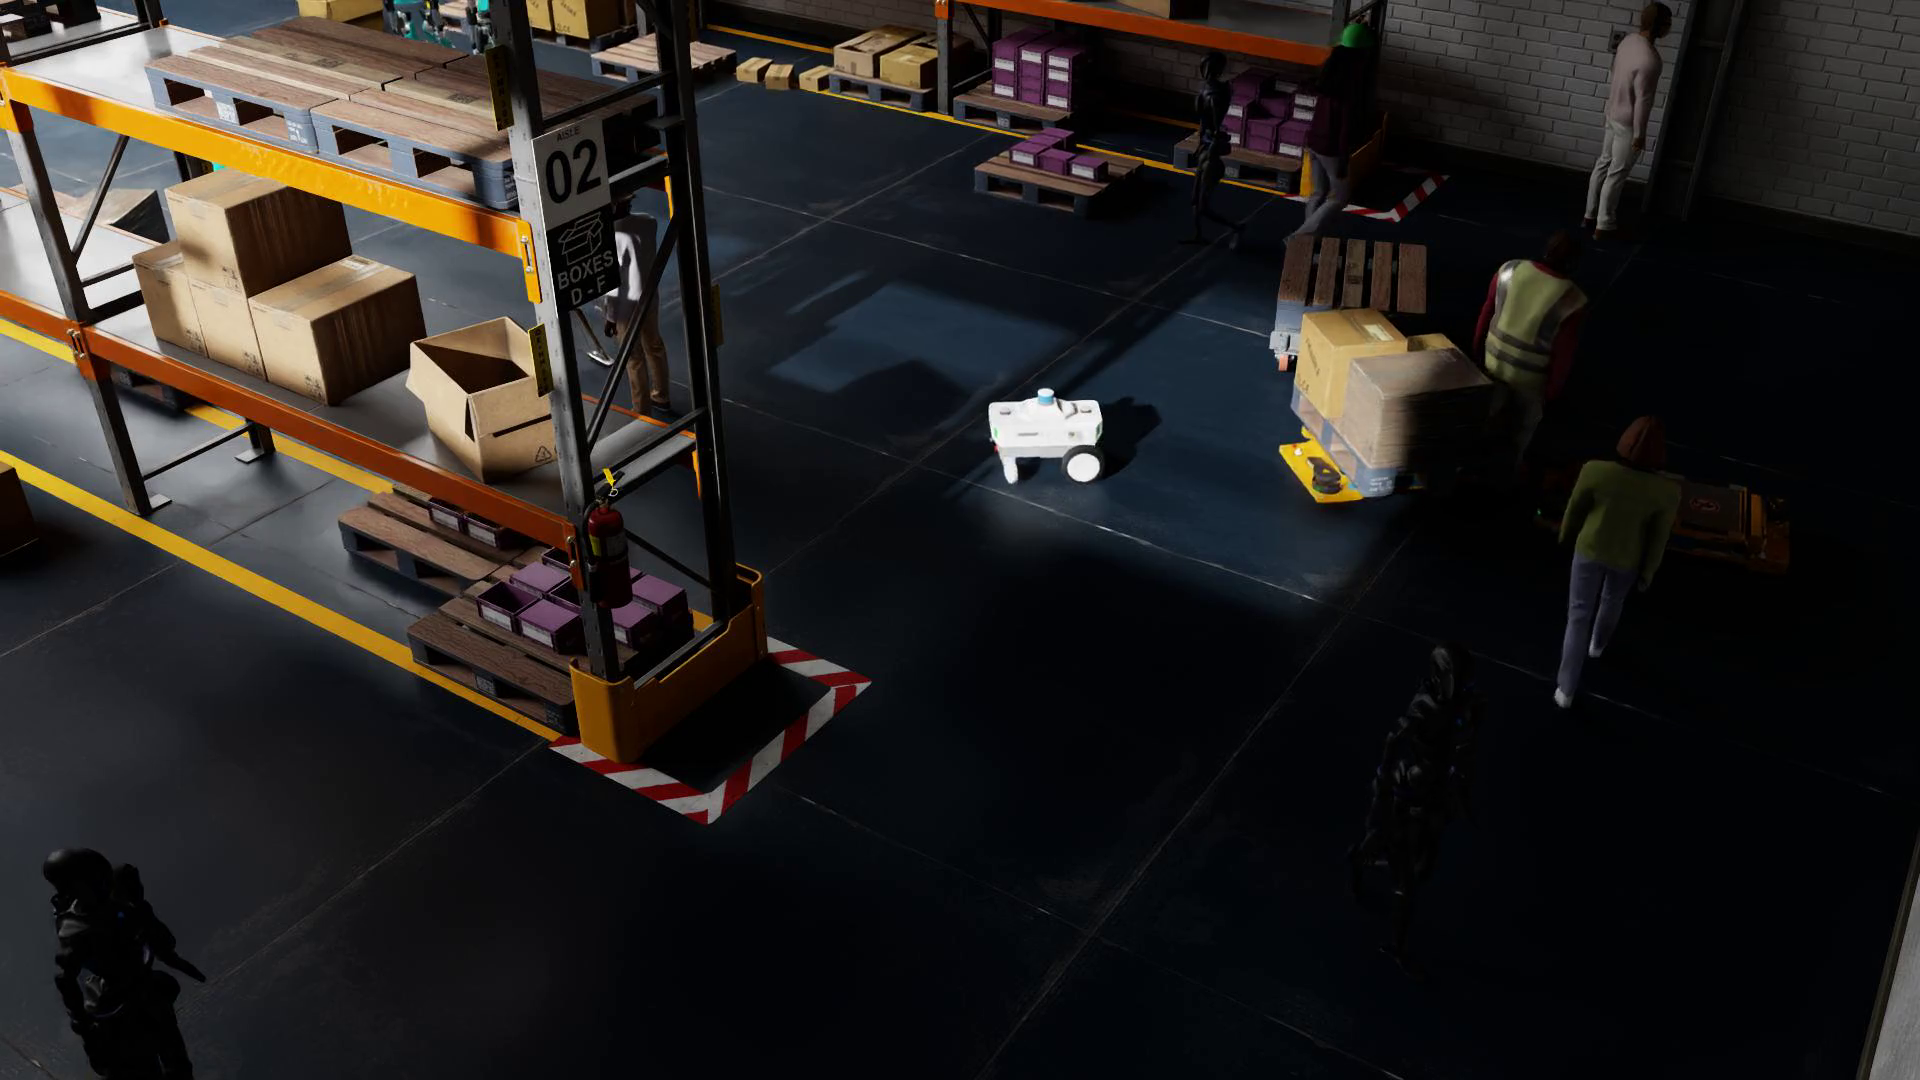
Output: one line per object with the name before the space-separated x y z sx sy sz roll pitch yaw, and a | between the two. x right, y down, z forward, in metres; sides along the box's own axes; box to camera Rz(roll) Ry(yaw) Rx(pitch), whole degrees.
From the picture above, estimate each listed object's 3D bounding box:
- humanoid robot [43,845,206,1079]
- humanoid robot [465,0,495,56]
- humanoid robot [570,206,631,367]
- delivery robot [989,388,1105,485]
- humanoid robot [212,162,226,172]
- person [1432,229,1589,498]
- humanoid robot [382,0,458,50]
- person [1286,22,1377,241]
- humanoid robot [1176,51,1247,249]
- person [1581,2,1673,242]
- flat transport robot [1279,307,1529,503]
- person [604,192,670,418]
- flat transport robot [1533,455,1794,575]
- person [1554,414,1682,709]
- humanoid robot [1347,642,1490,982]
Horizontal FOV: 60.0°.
humanoid robot | -3.024 1.686 5.997 0.412 1.646 0.609 1 33 2
humanoid robot | -4.283 -4.669 15.689 0.573 1.749 0.740 -20 38 -27
humanoid robot | -2.628 -2.014 11.702 0.655 1.883 0.544 24 40 32
delivery robot | 0.579 -0.675 10.662 0.781 0.610 0.518 -1 33 -2
humanoid robot | -4.845 -2.003 11.664 0.801 1.839 0.536 15 36 22
person | 3.319 -0.996 10.005 0.748 1.804 0.694 -25 40 -33
humanoid robot | -5.269 -5.147 16.483 0.549 1.790 0.892 6 34 10
person | 2.914 -3.096 13.120 0.596 1.926 0.501 -14 36 -21
humanoid robot | 2.088 -3.139 13.413 0.550 1.633 0.610 -1 33 -1
person | 5.457 -3.414 13.592 0.353 1.936 0.634 0 33 -1
flat transport robot | 2.854 -0.544 10.708 1.431 0.231 0.659 -7 34 -10
person | -2.174 -1.576 10.933 0.332 1.752 0.562 15 36 22
flat transport robot | 4.277 -0.165 10.127 1.431 0.231 0.659 13 35 19
person | 3.331 0.081 8.531 0.510 1.590 0.840 12 35 18
humanoid robot | 1.864 1.066 6.958 0.616 1.630 0.620 -19 37 -26
